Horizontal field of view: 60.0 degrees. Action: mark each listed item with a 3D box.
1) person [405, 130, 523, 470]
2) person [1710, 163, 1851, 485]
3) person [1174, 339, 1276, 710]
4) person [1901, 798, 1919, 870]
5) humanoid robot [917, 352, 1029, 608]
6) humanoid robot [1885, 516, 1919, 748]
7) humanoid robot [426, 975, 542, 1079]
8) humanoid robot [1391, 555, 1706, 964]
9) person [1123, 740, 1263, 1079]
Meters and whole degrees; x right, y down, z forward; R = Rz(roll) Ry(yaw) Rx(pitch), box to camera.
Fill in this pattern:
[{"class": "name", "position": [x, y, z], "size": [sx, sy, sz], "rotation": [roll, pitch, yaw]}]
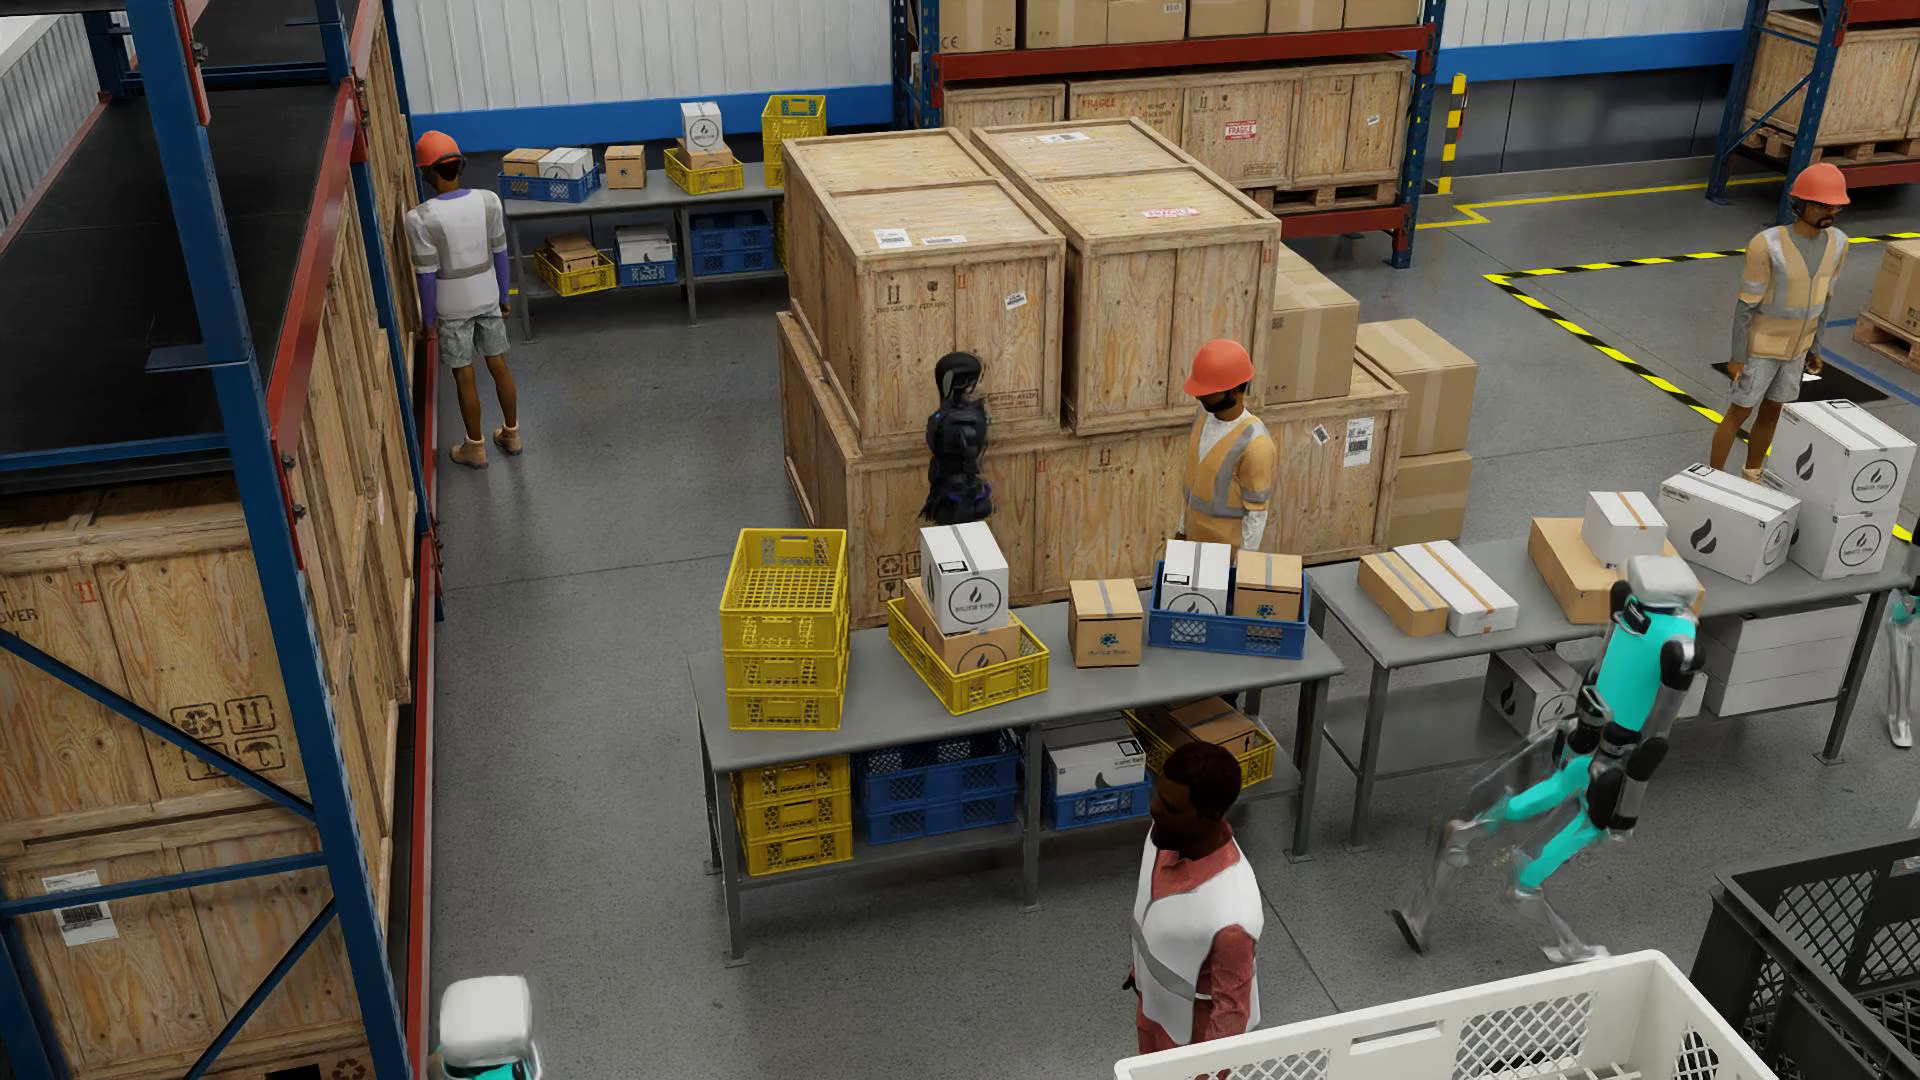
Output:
[{"class": "person", "position": [-2.934, -1.402, 9.831], "size": [0.378, 2.037, 0.605], "rotation": [25, 37, 37]}, {"class": "person", "position": [4.552, -1.081, 9.238], "size": [0.605, 2.048, 0.366], "rotation": [-8, 30, -13]}, {"class": "person", "position": [1.120, 0.006, 7.388], "size": [0.370, 1.927, 0.542], "rotation": [-12, 31, -21]}, {"class": "person", "position": [4.028, 0.630, 6.342], "size": [0.431, 1.844, 0.623], "rotation": [-18, 34, -30]}, {"class": "humanoid robot", "position": [0.043, -0.156, 7.949], "size": [0.577, 1.635, 0.588], "rotation": [-8, 30, -14]}, {"class": "humanoid robot", "position": [4.412, 0.173, 7.359], "size": [0.546, 1.870, 0.669], "rotation": [9, 30, 16]}, {"class": "humanoid robot", "position": [-0.951, 1.783, 4.342], "size": [0.979, 1.730, 0.551], "rotation": [-11, 31, -19]}, {"class": "humanoid robot", "position": [2.037, 0.870, 6.035], "size": [0.987, 1.757, 0.544], "rotation": [-2, 29, -3]}, {"class": "person", "position": [0.660, 1.387, 4.887], "size": [0.393, 1.922, 0.590], "rotation": [-7, 30, -13]}]
